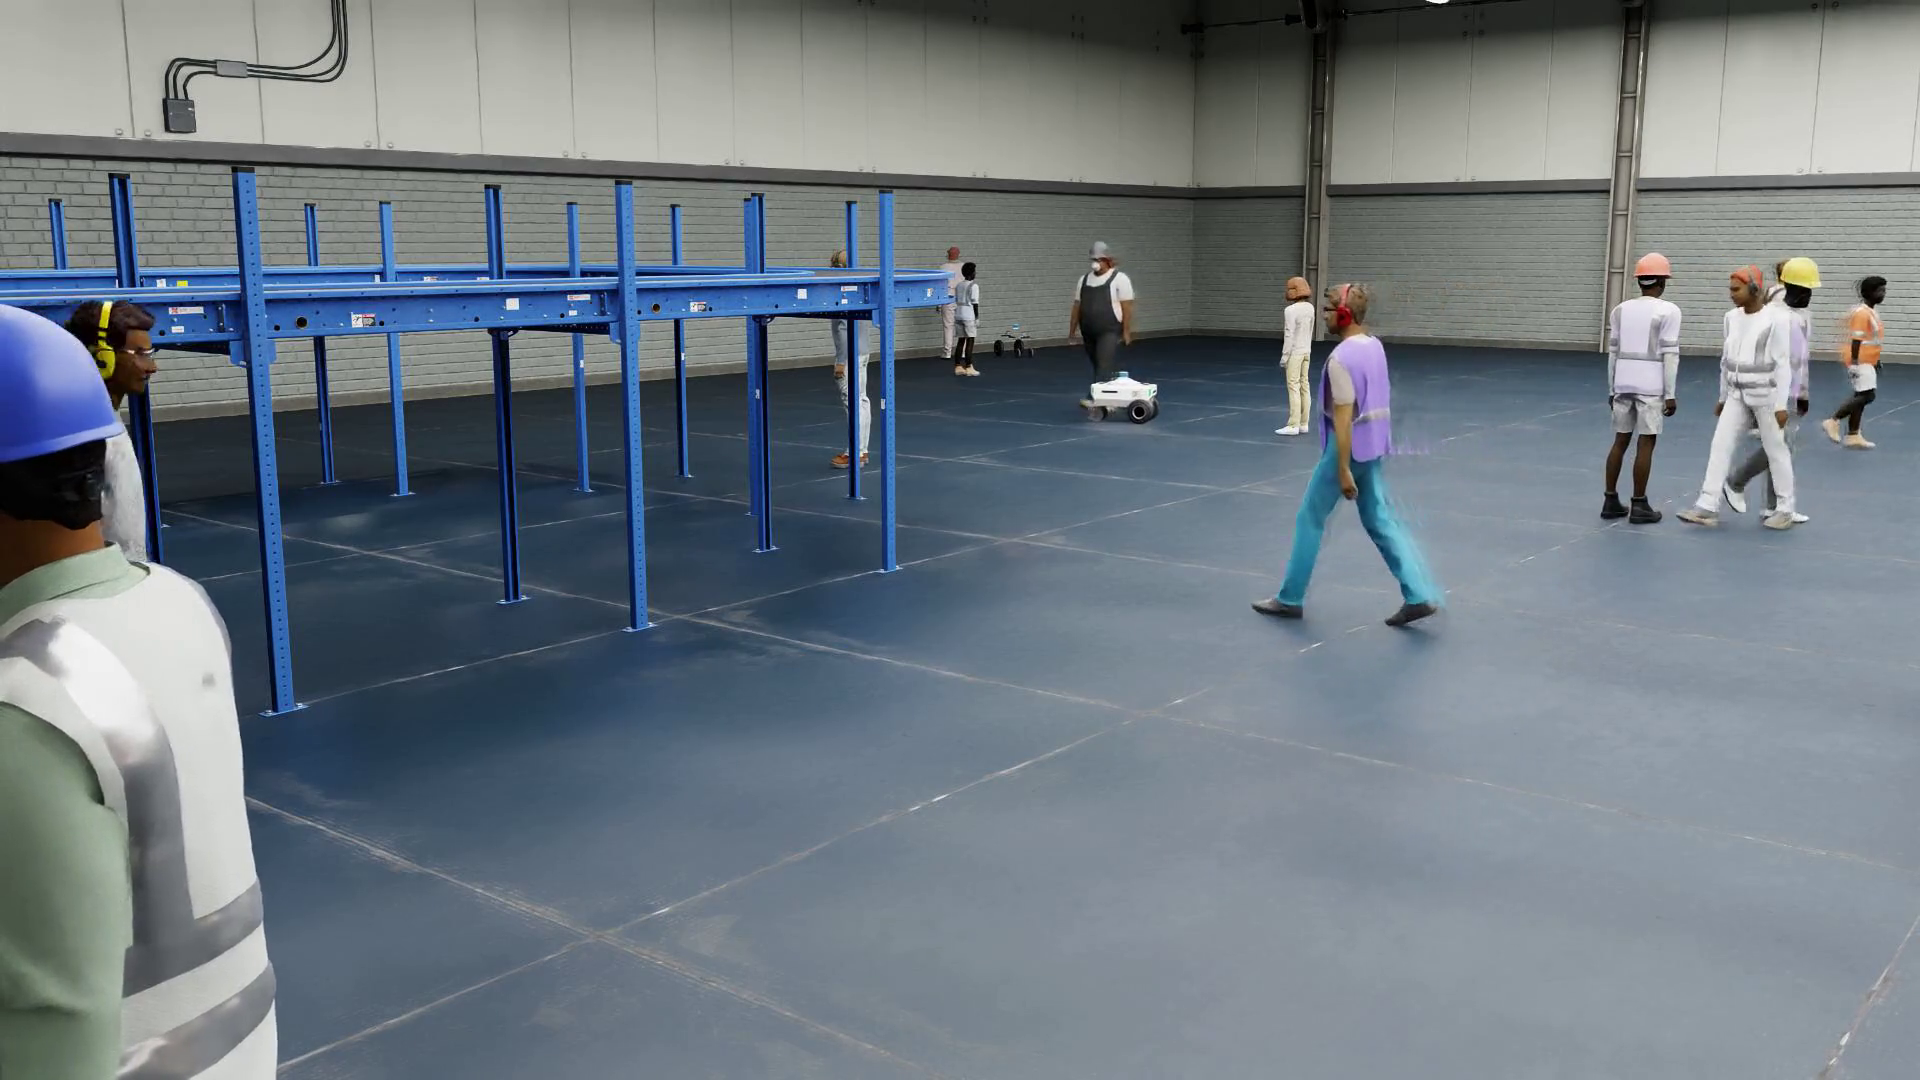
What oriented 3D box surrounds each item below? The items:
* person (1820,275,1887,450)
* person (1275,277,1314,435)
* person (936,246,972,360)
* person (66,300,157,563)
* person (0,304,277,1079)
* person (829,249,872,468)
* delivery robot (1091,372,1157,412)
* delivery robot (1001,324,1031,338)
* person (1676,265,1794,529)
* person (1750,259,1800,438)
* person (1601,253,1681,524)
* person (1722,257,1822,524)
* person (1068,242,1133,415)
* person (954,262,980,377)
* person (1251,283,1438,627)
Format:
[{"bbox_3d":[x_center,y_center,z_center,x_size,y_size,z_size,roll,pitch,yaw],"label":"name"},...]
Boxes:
[{"bbox_3d":[8.726,-1.718,16.121,0.425,1.679,0.532,7,13,35],"label":"person"},{"bbox_3d":[3.512,-1.923,17.373,0.286,1.636,0.500,9,13,40],"label":"person"},{"bbox_3d":[-0.107,-4.031,28.305,0.639,1.908,0.409,-3,11,-15],"label":"person"},{"bbox_3d":[-2.494,0.219,4.946,0.461,1.846,0.494,-7,12,-32],"label":"person"},{"bbox_3d":[-1.051,0.687,2.056,0.402,1.944,0.605,-2,10,-10],"label":"person"},{"bbox_3d":[-0.989,-1.619,14.868,0.379,1.933,0.629,2,10,12],"label":"person"},{"bbox_3d":[1.840,-1.649,18.709,0.707,0.478,0.477,3,11,18],"label":"delivery robot"},{"bbox_3d":[0.979,-3.669,29.187,0.335,0.223,0.698,-6,12,-29],"label":"delivery robot"},{"bbox_3d":[5.500,-0.990,11.654,0.938,1.832,0.665,-4,11,-19],"label":"person"},{"bbox_3d":[8.494,-1.961,17.069,0.713,1.818,0.536,0,10,0],"label":"person"},{"bbox_3d":[4.953,-1.103,12.048,0.404,1.929,0.552,-6,12,-32],"label":"person"},{"bbox_3d":[5.870,-1.068,11.934,0.696,1.900,0.544,-9,14,-41],"label":"person"},{"bbox_3d":[1.561,-2.448,19.279,0.707,2.000,1.005,8,13,39],"label":"person"},{"bbox_3d":[0.110,-3.307,24.898,0.322,1.691,0.538,-7,13,-35],"label":"person"},{"bbox_3d":[2.077,-0.446,8.750,0.966,1.803,0.572,8,13,38],"label":"person"}]
